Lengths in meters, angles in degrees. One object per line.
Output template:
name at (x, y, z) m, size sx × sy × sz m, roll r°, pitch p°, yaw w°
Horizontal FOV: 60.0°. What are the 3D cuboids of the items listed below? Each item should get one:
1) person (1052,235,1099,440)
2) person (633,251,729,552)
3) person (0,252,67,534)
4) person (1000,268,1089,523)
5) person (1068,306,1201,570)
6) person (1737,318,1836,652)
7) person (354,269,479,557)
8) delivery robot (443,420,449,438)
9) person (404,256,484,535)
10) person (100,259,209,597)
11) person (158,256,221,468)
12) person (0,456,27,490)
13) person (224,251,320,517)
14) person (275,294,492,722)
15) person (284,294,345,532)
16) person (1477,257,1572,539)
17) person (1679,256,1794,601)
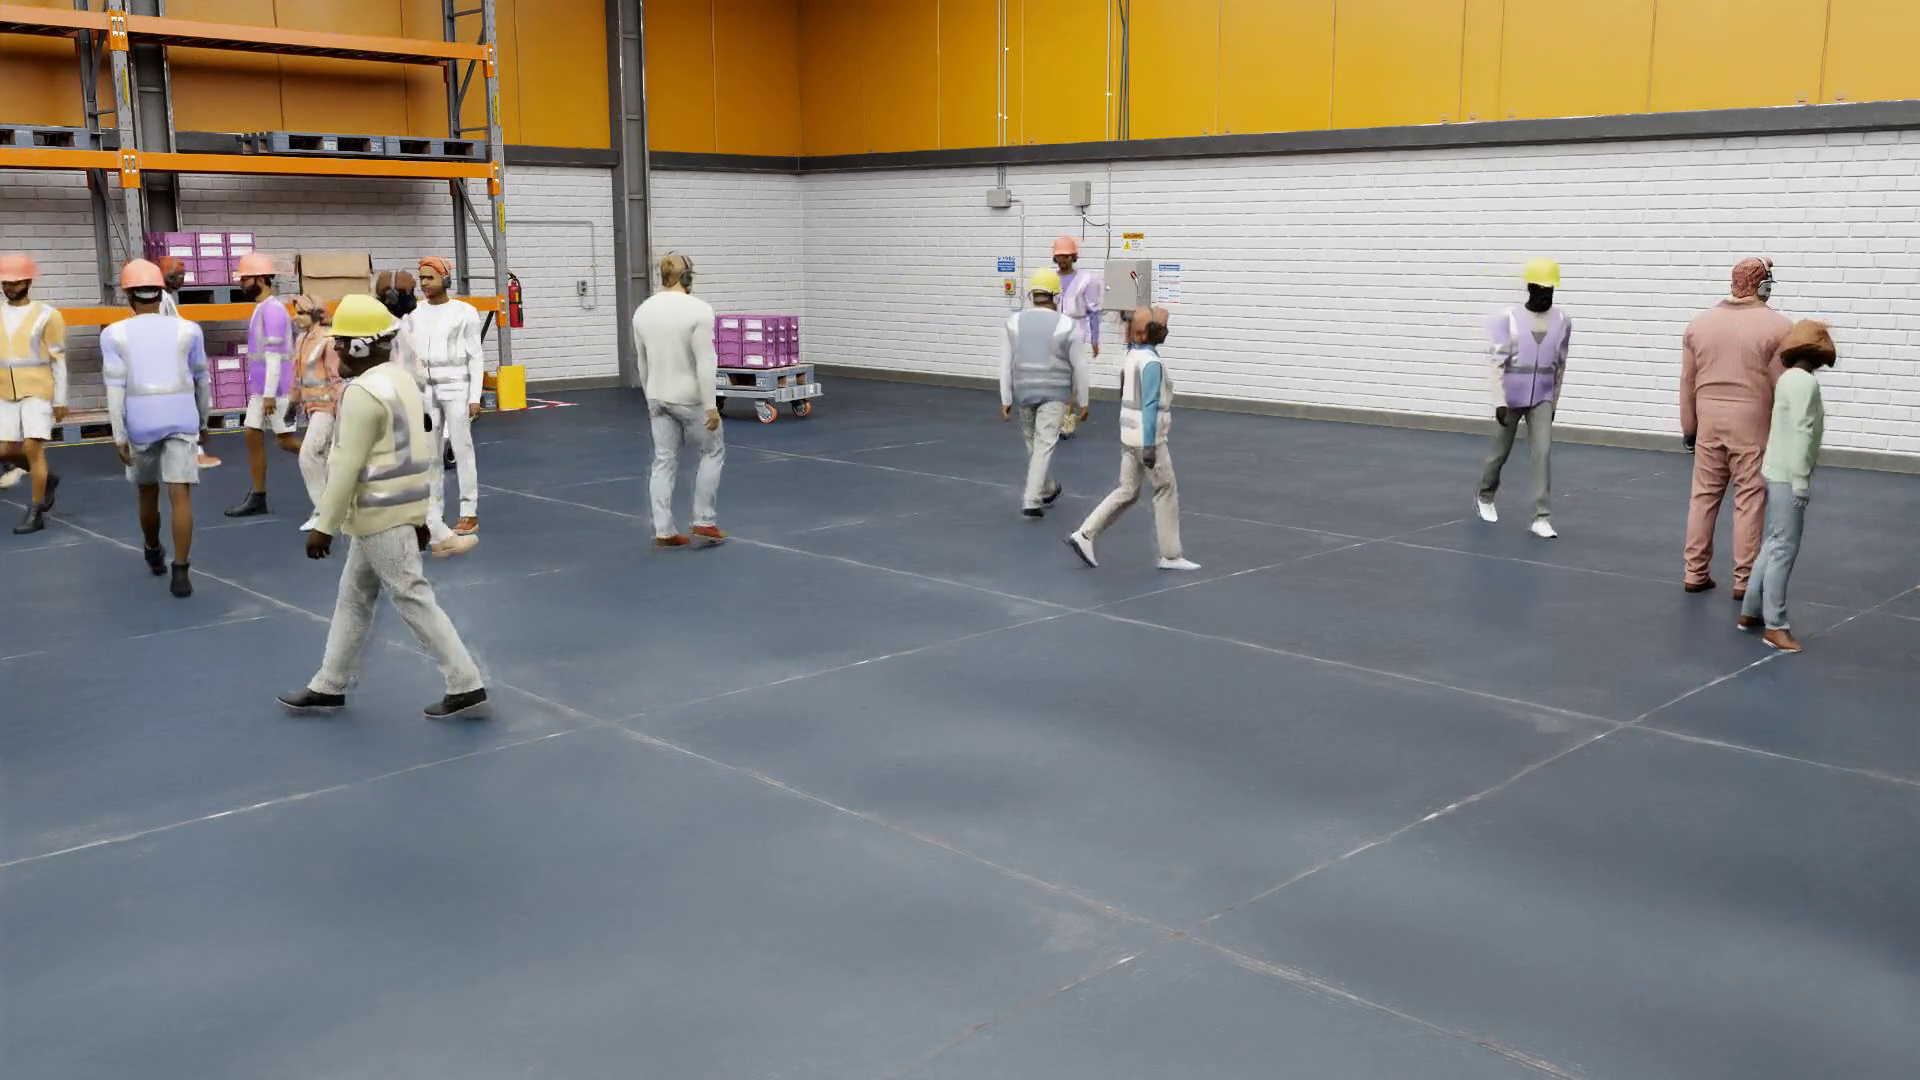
person at (1.006, -2.001, 16.531) m, size 0.634 × 2.005 × 0.965 m, roll 4°, pitch 11°, yaw 22°
person at (-1.761, -0.891, 10.730) m, size 0.665 × 1.916 × 0.672 m, roll 6°, pitch 12°, yaw 29°
person at (-6.414, -1.023, 11.478) m, size 0.568 × 1.917 × 0.659 m, roll 0°, pitch 10°, yaw -2°
person at (0.635, -1.048, 11.961) m, size 0.611 × 1.777 × 0.942 m, roll 5°, pitch 11°, yaw 23°
person at (1.057, -0.602, 10.023) m, size 0.757 × 1.616 × 0.524 m, roll -2°, pitch 11°, yaw -9°
person at (4.111, -0.278, 8.233) m, size 0.322 × 1.617 × 0.591 m, roll 4°, pitch 11°, yaw 19°
person at (-3.450, -0.785, 10.467) m, size 0.864 × 1.803 × 0.652 m, roll -3°, pitch 11°, yaw -15°
delivery robot at (-4.717, -0.900, 14.248) m, size 0.477 × 0.478 × 0.707 m, roll 5°, pitch 12°, yaw 27°
person at (-3.515, -0.973, 11.282) m, size 0.584 × 1.882 × 0.349 m, roll 3°, pitch 11°, yaw 13°
person at (-4.599, -0.659, 9.568) m, size 0.548 × 1.874 × 1.002 m, roll -5°, pitch 12°, yaw -26°
person at (-6.794, -1.523, 14.387) m, size 0.821 × 1.838 × 0.641 m, roll -5°, pitch 11°, yaw -24°
person at (-7.588, -1.211, 12.761) m, size 0.549 × 1.821 × 0.583 m, roll 8°, pitch 13°, yaw 36°
person at (-4.895, -1.126, 12.040) m, size 0.849 × 1.913 × 0.544 m, roll -7°, pitch 13°, yaw -35°
person at (-2.408, -0.116, 6.891) m, size 0.923 × 1.788 × 0.595 m, roll -1°, pitch 10°, yaw -6°
person at (-4.449, -0.867, 11.434) m, size 0.590 × 1.620 × 0.527 m, roll -9°, pitch 14°, yaw -40°
person at (3.880, -1.003, 11.465) m, size 0.584 × 1.884 × 0.960 m, roll 0°, pitch 10°, yaw -3°
person at (4.358, -0.621, 9.298) m, size 0.402 × 1.906 × 0.652 m, roll -8°, pitch 13°, yaw -36°
